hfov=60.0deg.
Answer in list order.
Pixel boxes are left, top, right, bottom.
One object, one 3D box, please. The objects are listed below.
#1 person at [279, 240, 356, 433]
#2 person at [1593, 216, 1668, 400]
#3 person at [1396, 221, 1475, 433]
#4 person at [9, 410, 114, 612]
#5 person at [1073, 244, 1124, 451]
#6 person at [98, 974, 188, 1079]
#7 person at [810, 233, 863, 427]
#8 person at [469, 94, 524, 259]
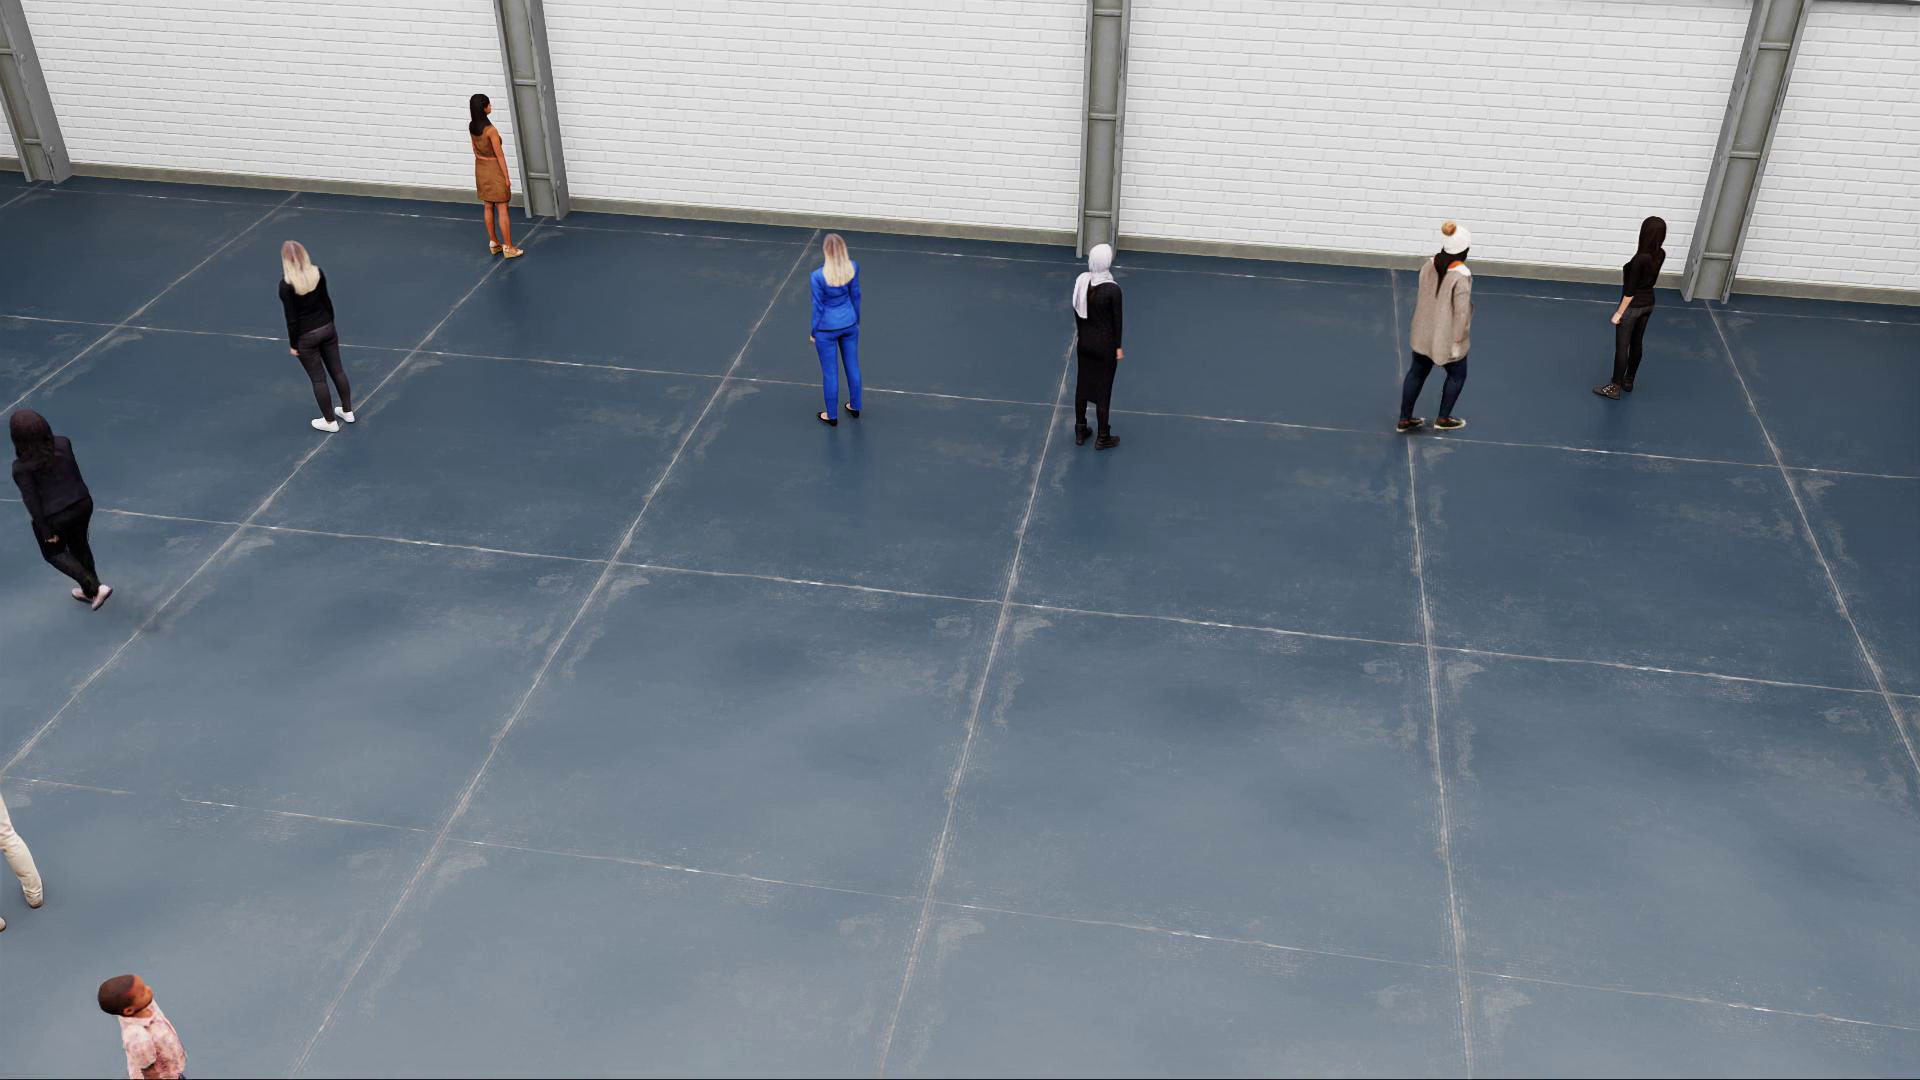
[{"bbox_3d":[-5.346,-1.689,13.786,0.672,1.685,0.682,21,39,28],"label":"person"},{"bbox_3d":[5.816,-1.999,14.292,0.634,1.642,0.690,-22,39,-29],"label":"person"},{"bbox_3d":[3.851,-1.703,13.635,0.979,1.876,0.917,-19,38,-26],"label":"person"},{"bbox_3d":[-6.201,-0.176,11.583,0.838,1.605,0.735,13,36,19],"label":"person"},{"bbox_3d":[1.114,-1.562,13.510,0.622,1.780,0.741,23,40,30],"label":"person"},{"bbox_3d":[-3.836,2.512,7.817,0.893,1.297,0.802,-17,37,-24],"label":"person"},{"bbox_3d":[-1.023,-1.762,13.882,0.695,1.701,0.760,-20,39,-27],"label":"person"},{"bbox_3d":[-4.716,-3.668,16.759,0.580,1.690,0.693,22,40,30],"label":"person"}]
